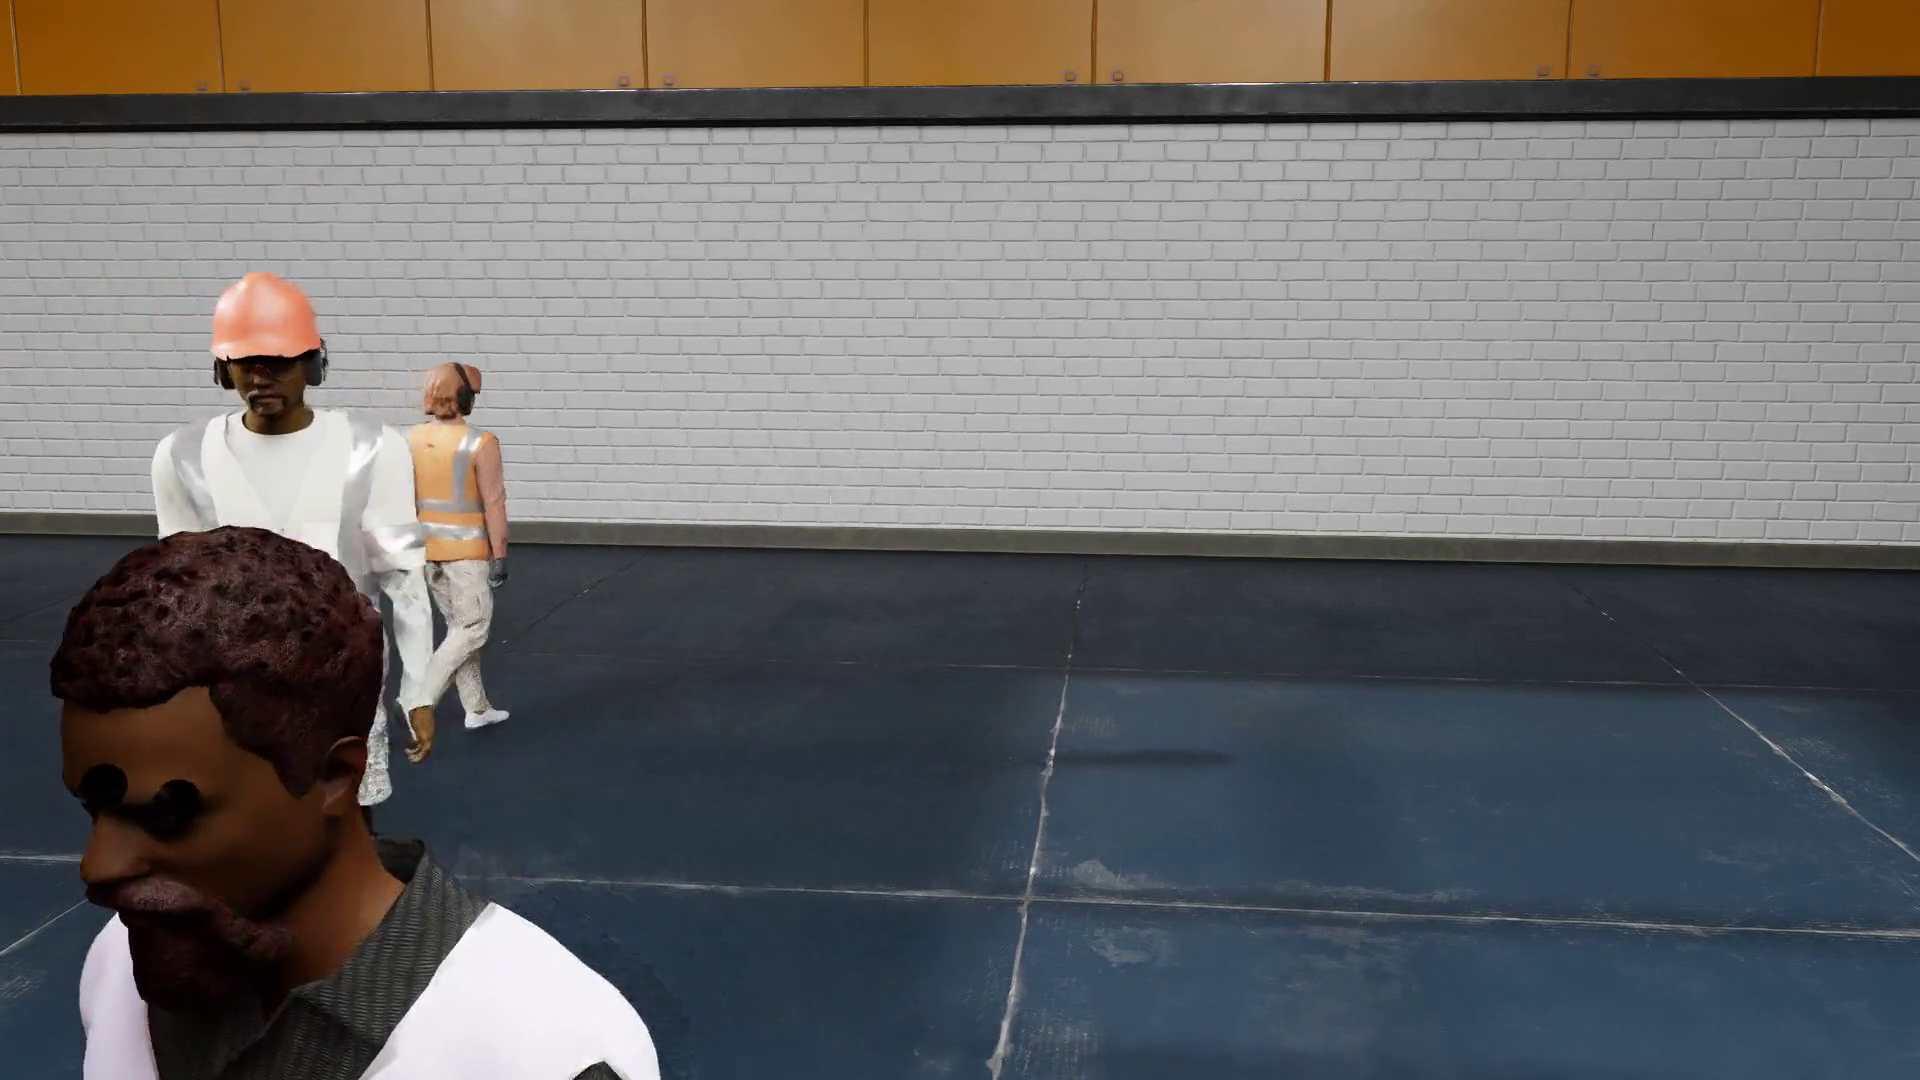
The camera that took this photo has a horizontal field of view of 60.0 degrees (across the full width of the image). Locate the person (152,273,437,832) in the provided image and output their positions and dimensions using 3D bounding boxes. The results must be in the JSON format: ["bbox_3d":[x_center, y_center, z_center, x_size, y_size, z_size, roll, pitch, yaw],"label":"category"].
[{"bbox_3d":[-1.619,0.372,4.057,0.646,2.012,0.824,-3,10,-16],"label":"person"}]

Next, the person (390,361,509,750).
[{"bbox_3d":[-2.152,0.069,6.945,0.522,1.616,0.690,5,11,26],"label":"person"}]

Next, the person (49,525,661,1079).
[{"bbox_3d":[-0.523,0.930,1.242,0.600,1.873,0.929,5,11,25],"label":"person"}]
